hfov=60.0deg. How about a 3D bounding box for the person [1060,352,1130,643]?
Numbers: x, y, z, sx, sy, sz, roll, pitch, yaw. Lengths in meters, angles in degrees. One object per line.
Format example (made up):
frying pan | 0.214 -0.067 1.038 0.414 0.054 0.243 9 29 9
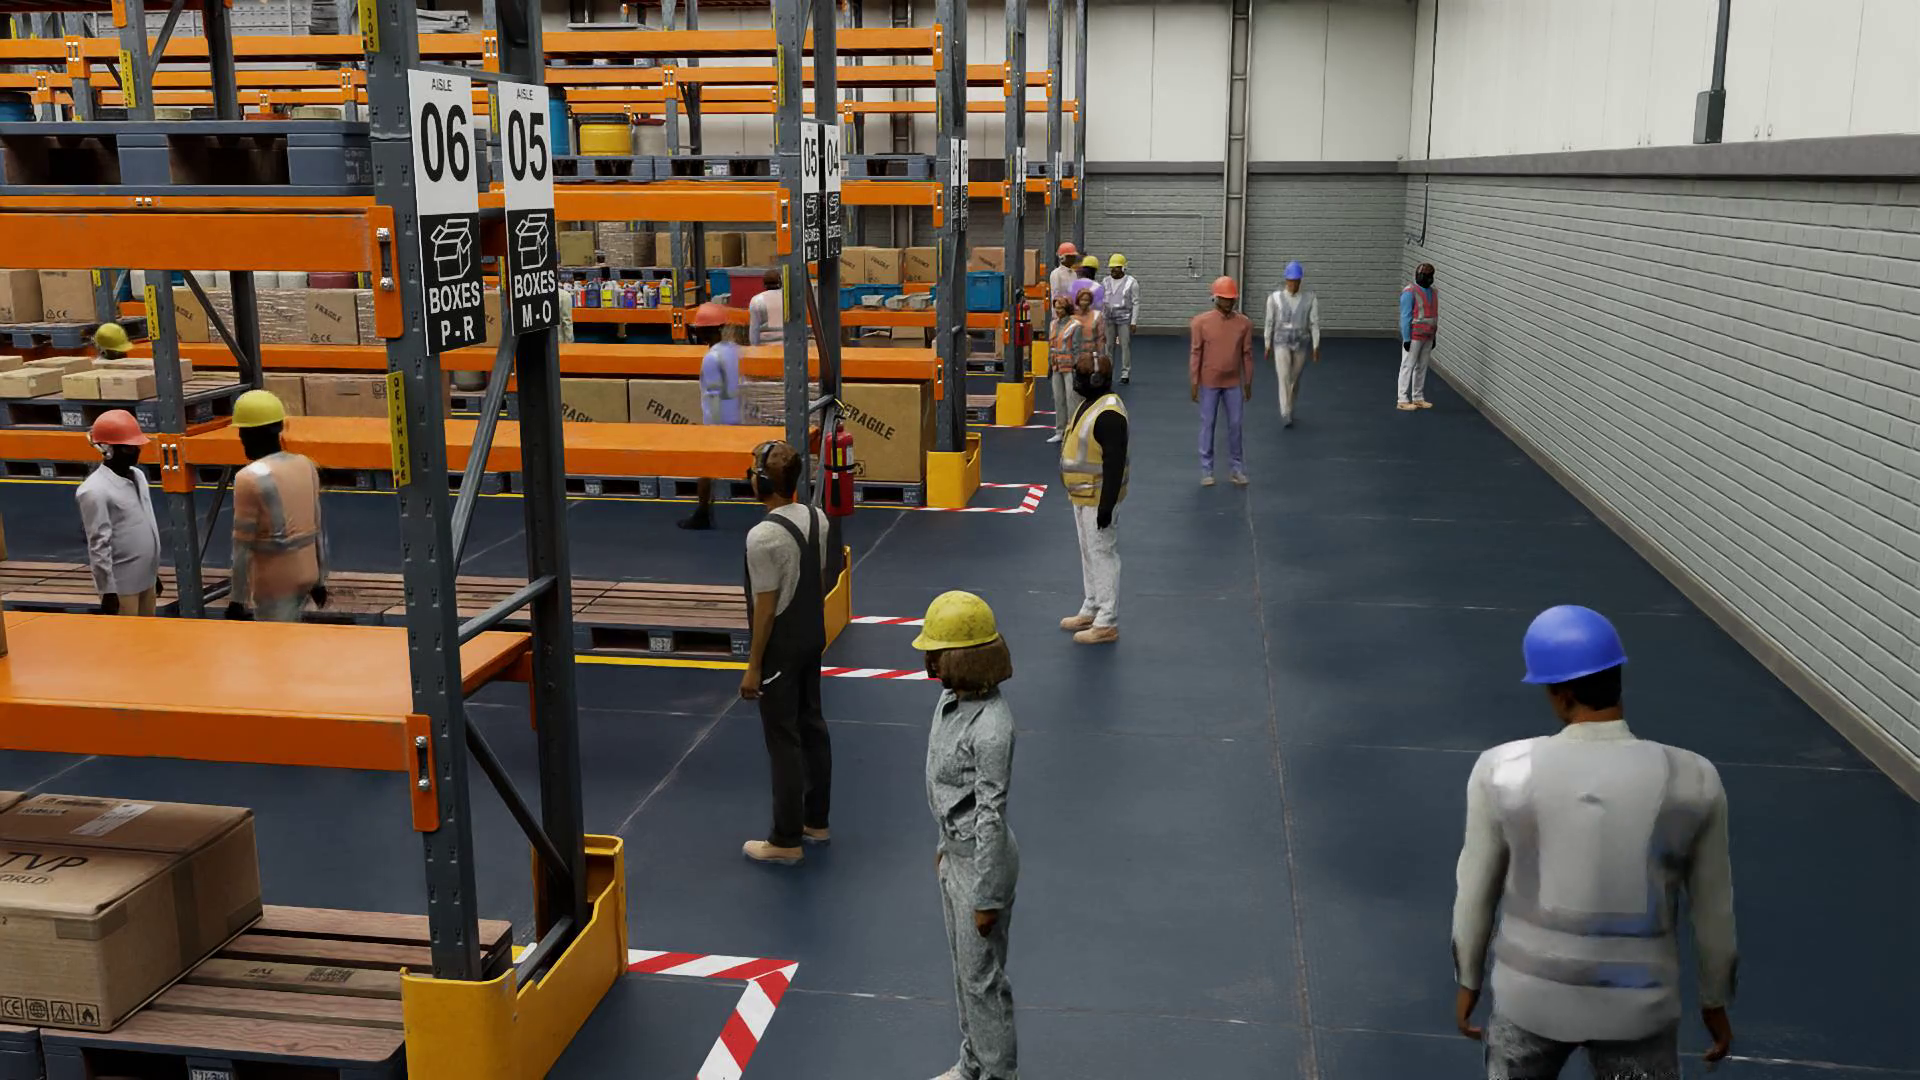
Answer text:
person | 0.845 -0.272 10.553 0.429 1.841 0.634 -2 13 -10

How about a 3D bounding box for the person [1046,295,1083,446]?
person | 1.147 -1.848 18.154 0.318 1.630 0.522 -9 15 -35

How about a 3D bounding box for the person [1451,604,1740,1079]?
person | 1.574 1.115 4.150 0.683 1.903 0.485 4 13 18

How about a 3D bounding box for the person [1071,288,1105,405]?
person | 1.433 -2.112 19.354 0.521 1.616 0.690 -2 13 -11

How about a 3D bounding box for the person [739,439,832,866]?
person | -0.753 0.483 7.137 0.343 1.847 0.507 7 14 28

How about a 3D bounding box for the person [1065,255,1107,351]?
person | 1.608 -2.790 21.863 0.652 1.883 0.720 8 15 31

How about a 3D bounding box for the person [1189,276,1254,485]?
person | 2.487 -1.505 15.796 0.627 1.985 0.405 -2 13 -7

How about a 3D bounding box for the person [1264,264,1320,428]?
person | 3.906 -2.287 19.537 0.629 1.894 0.988 1 13 3

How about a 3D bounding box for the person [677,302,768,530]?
person | -1.912 -1.005 13.727 0.859 1.910 0.554 4 13 16

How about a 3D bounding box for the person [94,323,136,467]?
person | -6.747 -0.839 13.243 0.494 1.789 0.654 -6 14 -25

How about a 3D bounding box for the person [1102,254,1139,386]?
person | 2.193 -3.071 23.209 0.600 1.829 0.404 8 15 31

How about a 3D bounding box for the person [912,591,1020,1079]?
person | 0.013 0.997 5.080 0.319 1.737 0.486 -3 13 -13

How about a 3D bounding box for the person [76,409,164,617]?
person | -4.322 0.187 8.682 0.337 1.749 0.574 0 12 -2

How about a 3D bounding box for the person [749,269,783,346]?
person | -2.157 -2.224 19.373 0.624 1.841 0.430 -5 14 -22

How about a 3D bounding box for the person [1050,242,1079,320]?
person | 1.453 -3.095 22.942 0.375 1.997 0.612 7 14 30

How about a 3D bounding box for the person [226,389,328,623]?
person | -3.393 0.188 8.365 0.743 1.901 0.597 2 13 10

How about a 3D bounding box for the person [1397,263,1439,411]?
person | 5.759 -2.542 20.836 0.624 1.835 0.431 -10 16 -38
